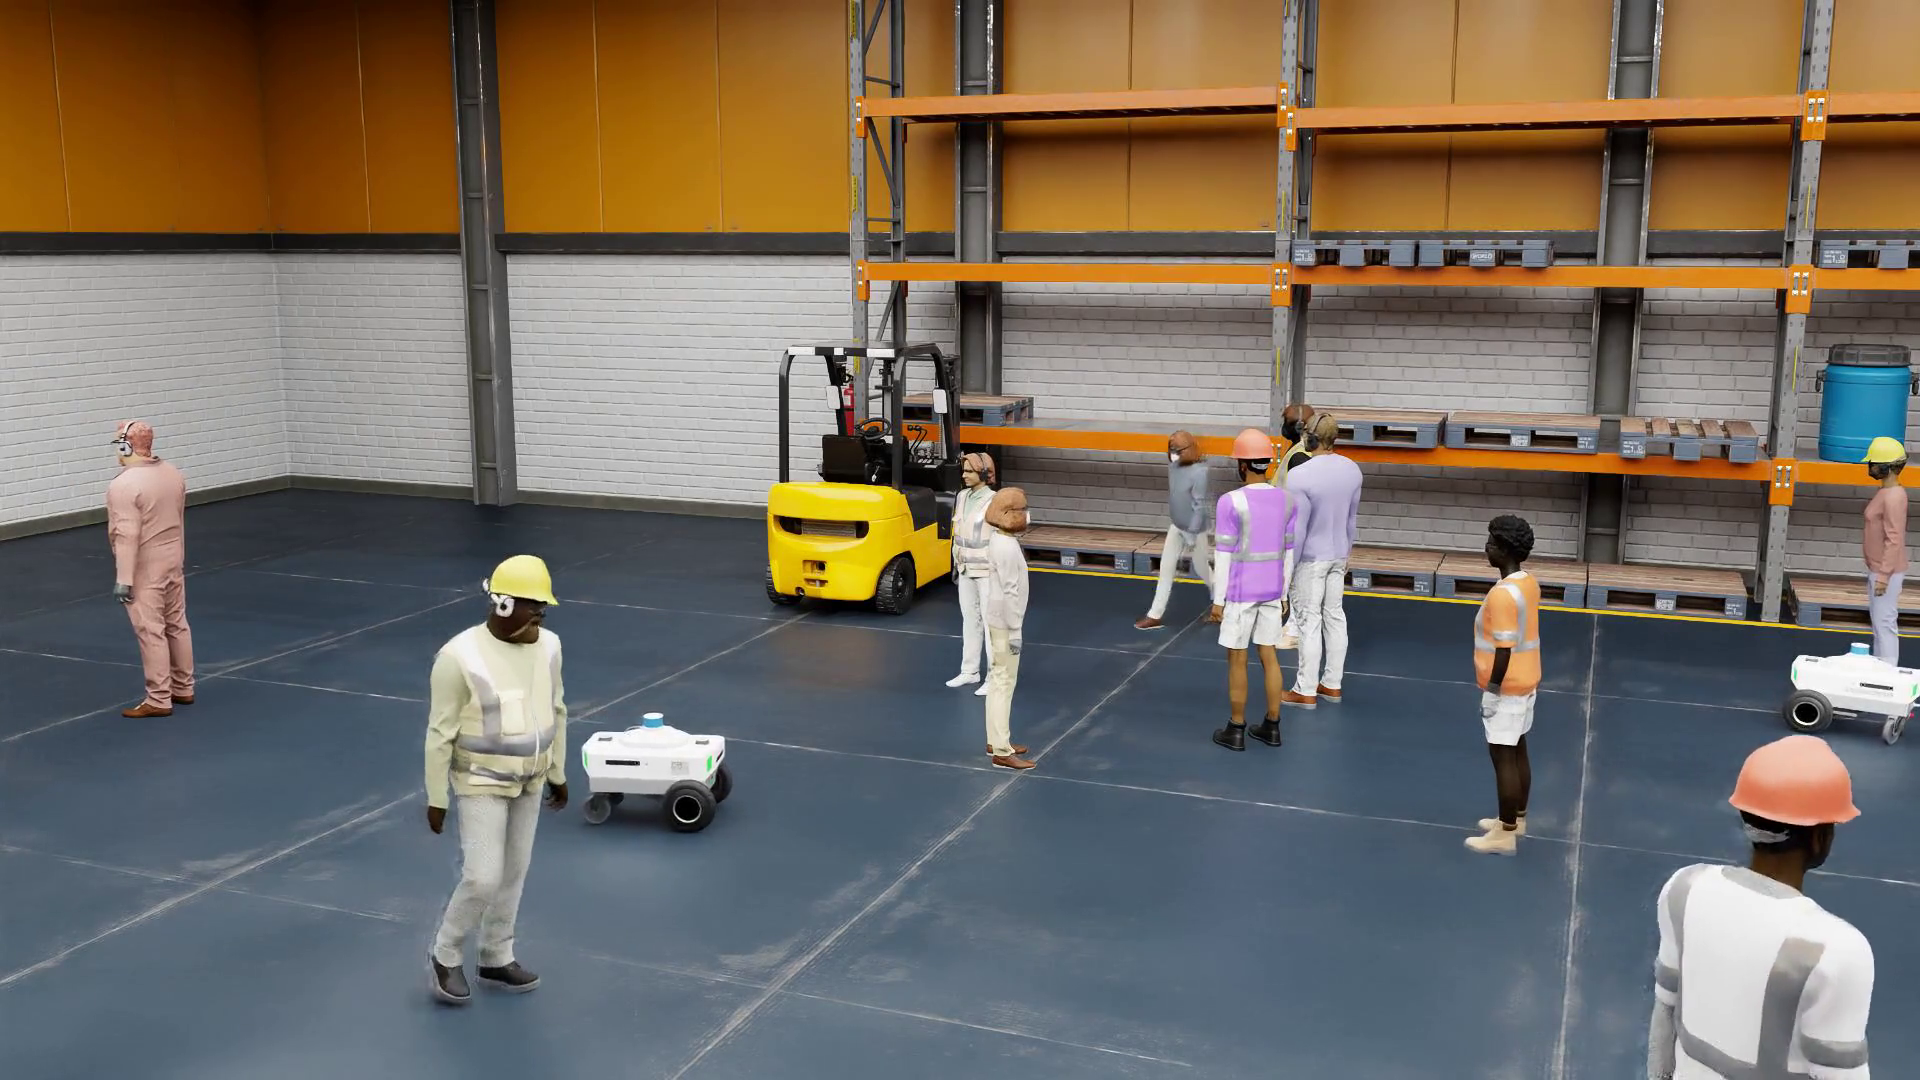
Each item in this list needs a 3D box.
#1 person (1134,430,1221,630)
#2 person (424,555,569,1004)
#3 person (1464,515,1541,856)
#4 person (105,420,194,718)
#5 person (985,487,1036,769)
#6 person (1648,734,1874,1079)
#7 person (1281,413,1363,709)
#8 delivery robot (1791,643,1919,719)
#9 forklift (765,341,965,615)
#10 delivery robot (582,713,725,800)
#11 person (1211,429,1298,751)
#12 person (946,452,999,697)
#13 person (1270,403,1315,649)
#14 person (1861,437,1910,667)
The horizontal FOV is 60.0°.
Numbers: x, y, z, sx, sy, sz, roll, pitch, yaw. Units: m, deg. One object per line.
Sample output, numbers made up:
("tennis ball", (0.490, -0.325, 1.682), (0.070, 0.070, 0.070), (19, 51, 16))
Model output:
("person", (1.789, -0.087, 13.078), (0.851, 1.585, 0.536), (-6, 12, -29))
("person", (-1.829, 0.956, 6.680), (0.458, 1.800, 0.623), (6, 12, 32))
("person", (2.715, 0.717, 8.283), (0.317, 1.695, 0.540), (6, 12, 31))
("person", (-5.223, 0.185, 10.667), (0.399, 1.908, 0.643), (1, 10, 8))
("person", (0.286, 0.504, 9.649), (0.282, 1.633, 0.500), (-1, 10, -5))
("person", (1.783, 1.399, 3.886), (0.812, 1.919, 0.556), (-4, 11, -21))
("person", (2.329, 0.135, 10.854), (0.630, 1.940, 0.372), (-7, 13, -36))
("delivery robot", (5.550, 0.881, 10.289), (0.707, 0.478, 0.477), (7, 12, 33))
("forklift", (-0.739, -0.602, 14.246), (1.214, 2.155, 2.313), (4, 11, 21))
("delivery robot", (-1.611, 1.154, 8.748), (0.707, 0.478, 0.477), (0, 10, 4))
("person", (1.742, 0.301, 9.980), (0.539, 1.929, 0.392), (-5, 11, -26))
("person", (0.126, 0.222, 11.199), (0.306, 1.640, 0.523), (-8, 13, -36))
("person", (2.514, -0.107, 12.473), (0.429, 1.844, 0.627), (2, 10, 12))
("person", (6.074, 0.199, 10.987), (0.329, 1.765, 0.526), (5, 11, 24))
